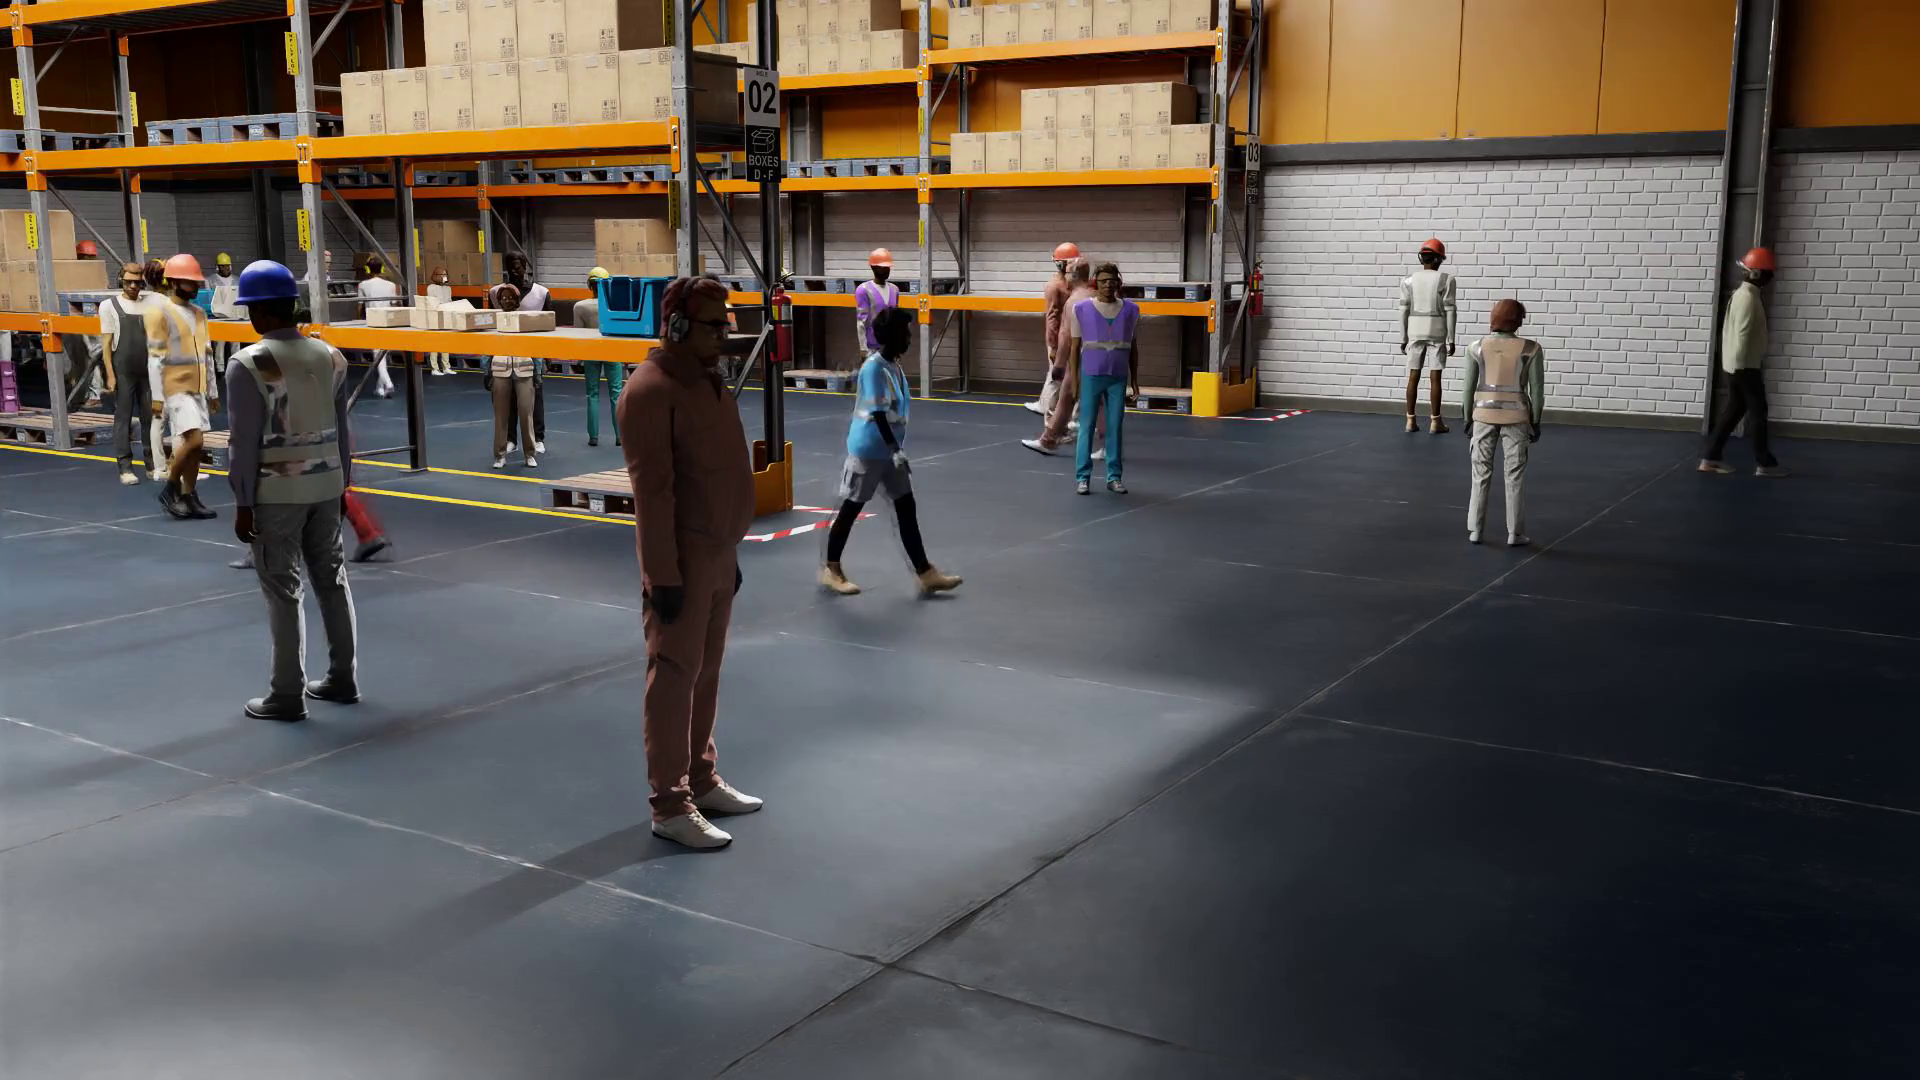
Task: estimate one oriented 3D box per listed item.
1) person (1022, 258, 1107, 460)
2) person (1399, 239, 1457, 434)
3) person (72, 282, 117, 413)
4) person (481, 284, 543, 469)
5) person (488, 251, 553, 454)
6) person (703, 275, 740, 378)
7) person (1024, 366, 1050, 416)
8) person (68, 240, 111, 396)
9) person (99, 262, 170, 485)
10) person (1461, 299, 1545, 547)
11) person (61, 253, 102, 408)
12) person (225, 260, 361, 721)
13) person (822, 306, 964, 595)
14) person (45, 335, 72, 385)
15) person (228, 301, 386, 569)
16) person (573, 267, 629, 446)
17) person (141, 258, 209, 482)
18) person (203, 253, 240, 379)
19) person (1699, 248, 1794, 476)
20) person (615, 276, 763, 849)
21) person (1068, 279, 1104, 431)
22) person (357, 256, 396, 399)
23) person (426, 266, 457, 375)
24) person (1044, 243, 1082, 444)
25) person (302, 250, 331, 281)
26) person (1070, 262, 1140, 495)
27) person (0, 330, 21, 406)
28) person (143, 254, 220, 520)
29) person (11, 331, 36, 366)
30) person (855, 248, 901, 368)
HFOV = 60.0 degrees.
[{"bbox_3d":[1.051,-1.662,15.350,0.984,1.849,0.671,3,11,19],"label":"person"},{"bbox_3d":[4.919,-2.133,17.474,0.605,2.033,0.392,7,12,33],"label":"person"},{"bbox_3d":[-9.553,-2.131,18.392,0.908,1.700,0.497,6,12,31],"label":"person"},{"bbox_3d":[-3.978,-1.453,14.793,0.524,1.639,0.308,-3,11,-15],"label":"person"},{"bbox_3d":[-4.176,-1.778,15.823,0.599,1.917,0.377,-1,10,-4],"label":"person"},{"bbox_3d":[-2.629,-2.000,17.781,0.551,1.644,0.861,-4,11,-23],"label":"person"},{"bbox_3d":[1.197,-2.326,18.999,0.980,1.857,0.658,7,13,36],"label":"person"},{"bbox_3d":[-11.391,-2.888,21.675,0.610,2.024,0.624,7,13,35],"label":"person"},{"bbox_3d":[-6.860,-1.383,13.853,0.344,1.840,0.507,7,13,35],"label":"person"},{"bbox_3d":[3.590,-0.772,11.029,0.523,1.636,0.311,5,12,27],"label":"person"},{"bbox_3d":[-10.672,-2.561,20.103,0.633,1.938,0.356,7,12,35],"label":"person"},{"bbox_3d":[-2.848,-0.210,7.078,0.413,1.938,0.611,5,11,24],"label":"person"},{"bbox_3d":[-0.431,-0.492,9.430,0.828,1.649,0.543,4,11,21],"label":"person"},{"bbox_3d":[-12.479,-3.030,23.030,0.403,1.822,0.588,4,11,22],"label":"person"},{"bbox_3d":[-4.056,-0.681,10.284,0.894,1.725,0.526,0,10,-3],"label":"person"},{"bbox_3d":[-3.523,-1.799,16.387,0.523,1.759,0.332,-1,10,-4],"label":"person"},{"bbox_3d":[-6.644,-1.419,13.957,0.513,1.876,0.328,4,11,21],"label":"person"},{"bbox_3d":[-10.746,-3.278,24.381,0.404,1.831,0.601,9,14,41],"label":"person"},{"bbox_3d":[6.804,-1.513,14.294,0.669,1.972,0.655,3,11,17],"label":"person"},{"bbox_3d":[-0.892,0.067,5.649,0.409,1.904,0.639,2,10,11],"label":"person"},{"bbox_3d":[1.346,-1.944,17.590,0.670,1.609,0.517,9,14,42],"label":"person"},{"bbox_3d":[-7.482,-2.734,21.391,0.530,1.833,0.941,-8,13,-36],"label":"person"},{"bbox_3d":[-7.798,-3.286,24.993,0.277,1.629,0.497,5,11,26],"label":"person"},{"bbox_3d":[1.044,-1.962,16.626,0.393,1.992,0.622,4,11,23],"label":"person"},{"bbox_3d":[-7.983,-2.683,20.888,0.407,1.902,0.638,-1,10,-5],"label":"person"},{"bbox_3d":[1.153,-1.284,13.286,0.565,1.845,0.384,-2,10,-10],"label":"person"},{"bbox_3d":[-11.648,-2.526,20.056,0.337,1.883,0.584,7,12,34],"label":"person"},{"bbox_3d":[-5.553,-1.085,11.961,0.410,1.919,0.566,3,11,14],"label":"person"},{"bbox_3d":[-15.387,-3.698,26.570,0.975,1.885,0.591,-5,11,-27],"label":"person"},{"bbox_3d":[-0.815,-2.012,17.062,0.546,1.939,0.375,-9,14,-42],"label":"person"}]
